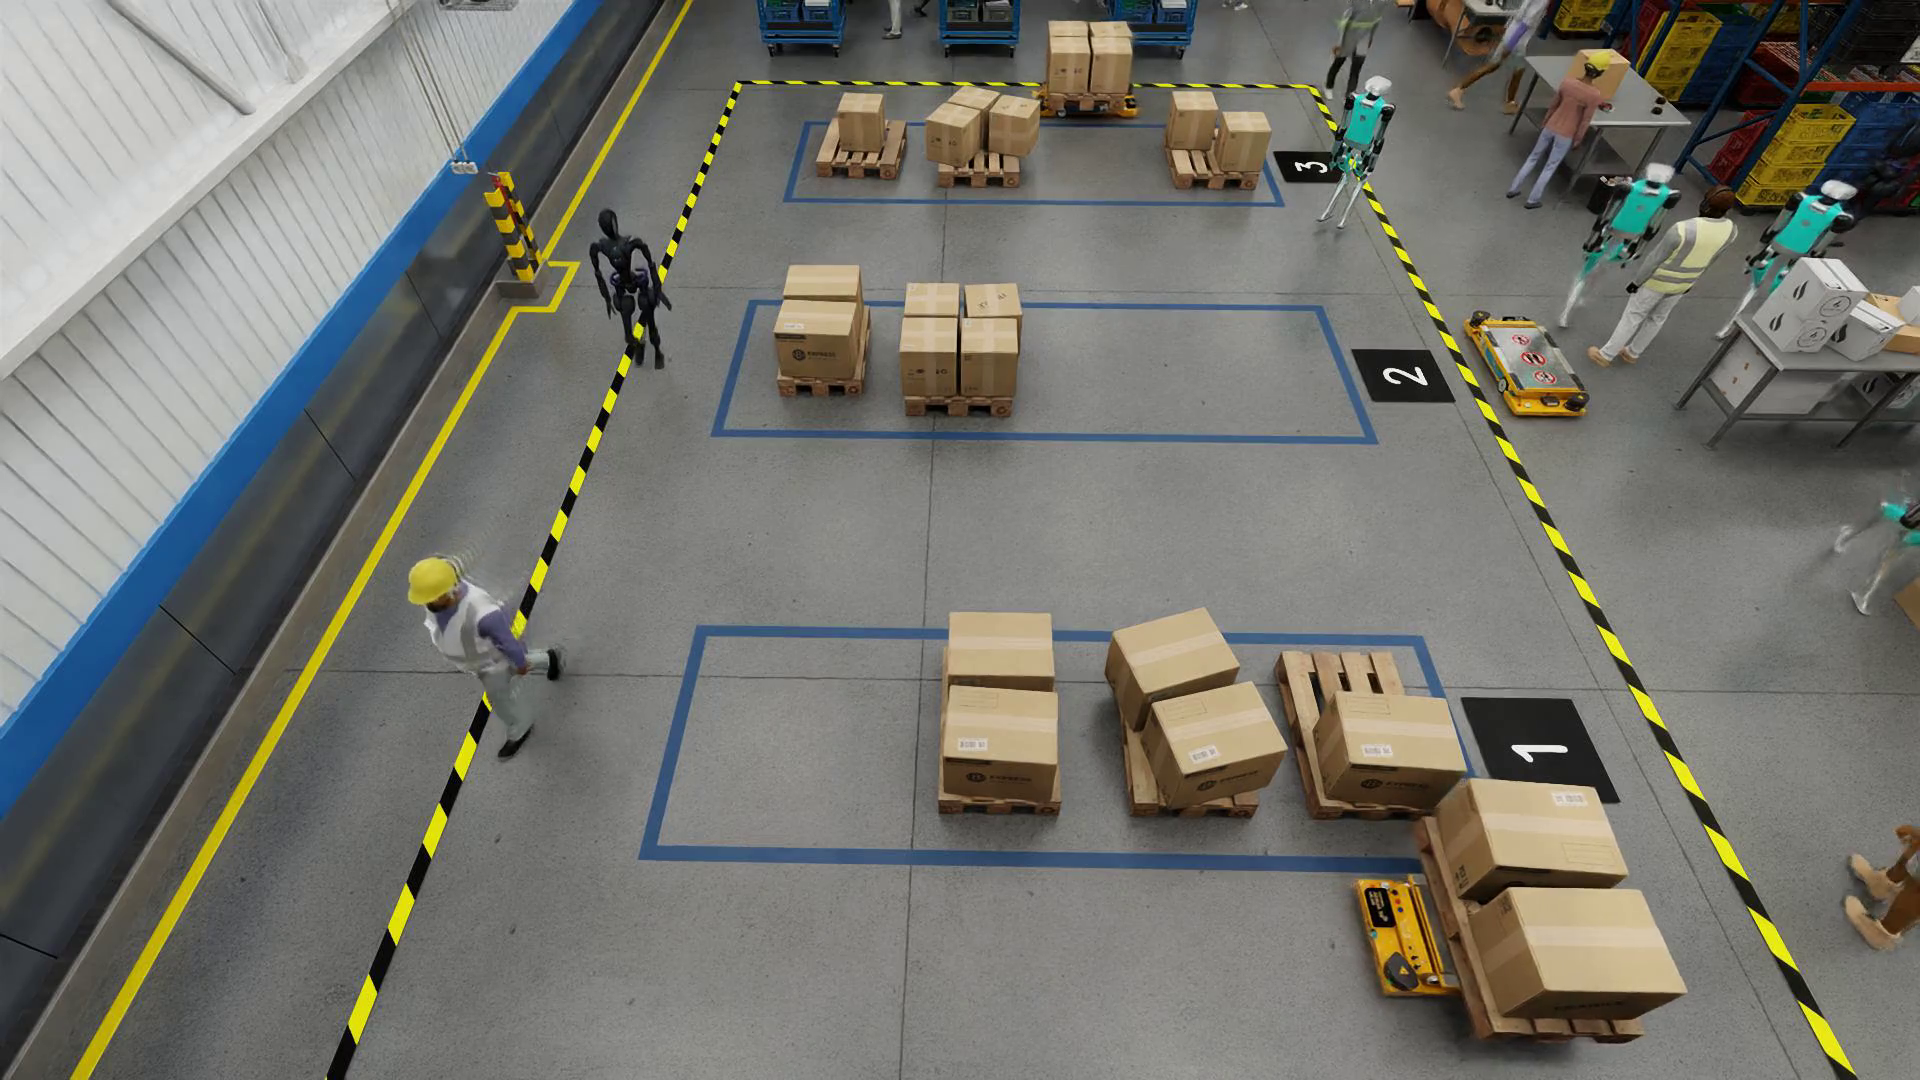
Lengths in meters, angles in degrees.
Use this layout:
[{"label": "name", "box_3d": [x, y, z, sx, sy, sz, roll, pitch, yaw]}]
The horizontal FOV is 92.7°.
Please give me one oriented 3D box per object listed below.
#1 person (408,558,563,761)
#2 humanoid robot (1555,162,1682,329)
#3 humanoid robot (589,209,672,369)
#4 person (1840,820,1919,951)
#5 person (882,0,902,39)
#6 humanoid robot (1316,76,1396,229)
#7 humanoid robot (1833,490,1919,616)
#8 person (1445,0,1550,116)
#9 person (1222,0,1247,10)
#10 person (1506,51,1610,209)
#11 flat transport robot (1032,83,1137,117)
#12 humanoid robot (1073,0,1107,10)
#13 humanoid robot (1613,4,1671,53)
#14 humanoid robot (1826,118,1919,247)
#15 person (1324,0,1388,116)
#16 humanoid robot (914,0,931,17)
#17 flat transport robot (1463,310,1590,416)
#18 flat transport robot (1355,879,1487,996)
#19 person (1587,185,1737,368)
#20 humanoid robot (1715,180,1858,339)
[{"label": "person", "box_3d": [-3.049, 0.669, 5.935, 0.595, 1.807, 0.731, 25, 54, 20]}, {"label": "humanoid robot", "box_3d": [6.554, -3.027, 9.222, 0.531, 1.787, 0.884, 19, 52, 15]}, {"label": "humanoid robot", "box_3d": [-3.049, -2.308, 8.598, 0.602, 1.654, 0.351, -8, 50, -7]}, {"label": "person", "box_3d": [5.569, 1.602, 5.005, 0.605, 1.999, 0.690, -1, 49, -1]}, {"label": "person", "box_3d": [-1.048, -8.684, 14.012, 0.390, 1.837, 0.562, 3, 49, 3]}, {"label": "humanoid robot", "box_3d": [4.483, -4.350, 10.241, 0.533, 1.672, 0.735, 33, 57, 25]}, {"label": "humanoid robot", "box_3d": [7.258, -0.304, 6.849, 0.531, 1.773, 0.981, 15, 51, 12]}, {"label": "person", "box_3d": [7.359, -6.702, 12.223, 1.080, 1.966, 0.618, 9, 50, 8]}, {"label": "person", "box_3d": [4.623, -9.609, 14.880, 0.318, 1.734, 0.484, -34, 57, -26]}, {"label": "person", "box_3d": [7.008, -4.754, 10.663, 0.340, 1.756, 0.525, -21, 52, -18]}, {"label": "flat transport robot", "box_3d": [1.739, -6.206, 12.887, 1.431, 0.197, 0.652, 1, 49, 1]}, {"label": "humanoid robot", "box_3d": [2.074, -9.553, 14.854, 1.013, 1.763, 0.535, 37, 58, 27]}, {"label": "humanoid robot", "box_3d": [10.107, -7.734, 13.301, 0.609, 1.636, 0.597, -8, 50, -7]}, {"label": "humanoid robot", "box_3d": [10.192, -3.999, 10.062, 0.369, 1.643, 0.598, 2, 49, 1]}, {"label": "person", "box_3d": [5.338, -6.754, 12.364, 0.610, 1.792, 0.983, -2, 49, -2]}, {"label": "humanoid robot", "box_3d": [-0.406, -9.239, 14.620, 0.688, 1.625, 0.601, 7, 49, 6]}, {"label": "flat transport robot", "box_3d": [5.573, -1.757, 9.054, 0.659, 0.231, 1.431, 1, 49, 1]}, {"label": "flat transport robot", "box_3d": [3.190, 2.357, 5.474, 1.431, 0.197, 0.652, 1, 49, 1]}, {"label": "person", "box_3d": [6.613, -2.430, 8.603, 0.622, 1.838, 0.430, -4, 49, -4]}, {"label": "humanoid robot", "box_3d": [8.009, -2.645, 8.925, 0.759, 1.899, 0.546, -24, 53, -20]}]
